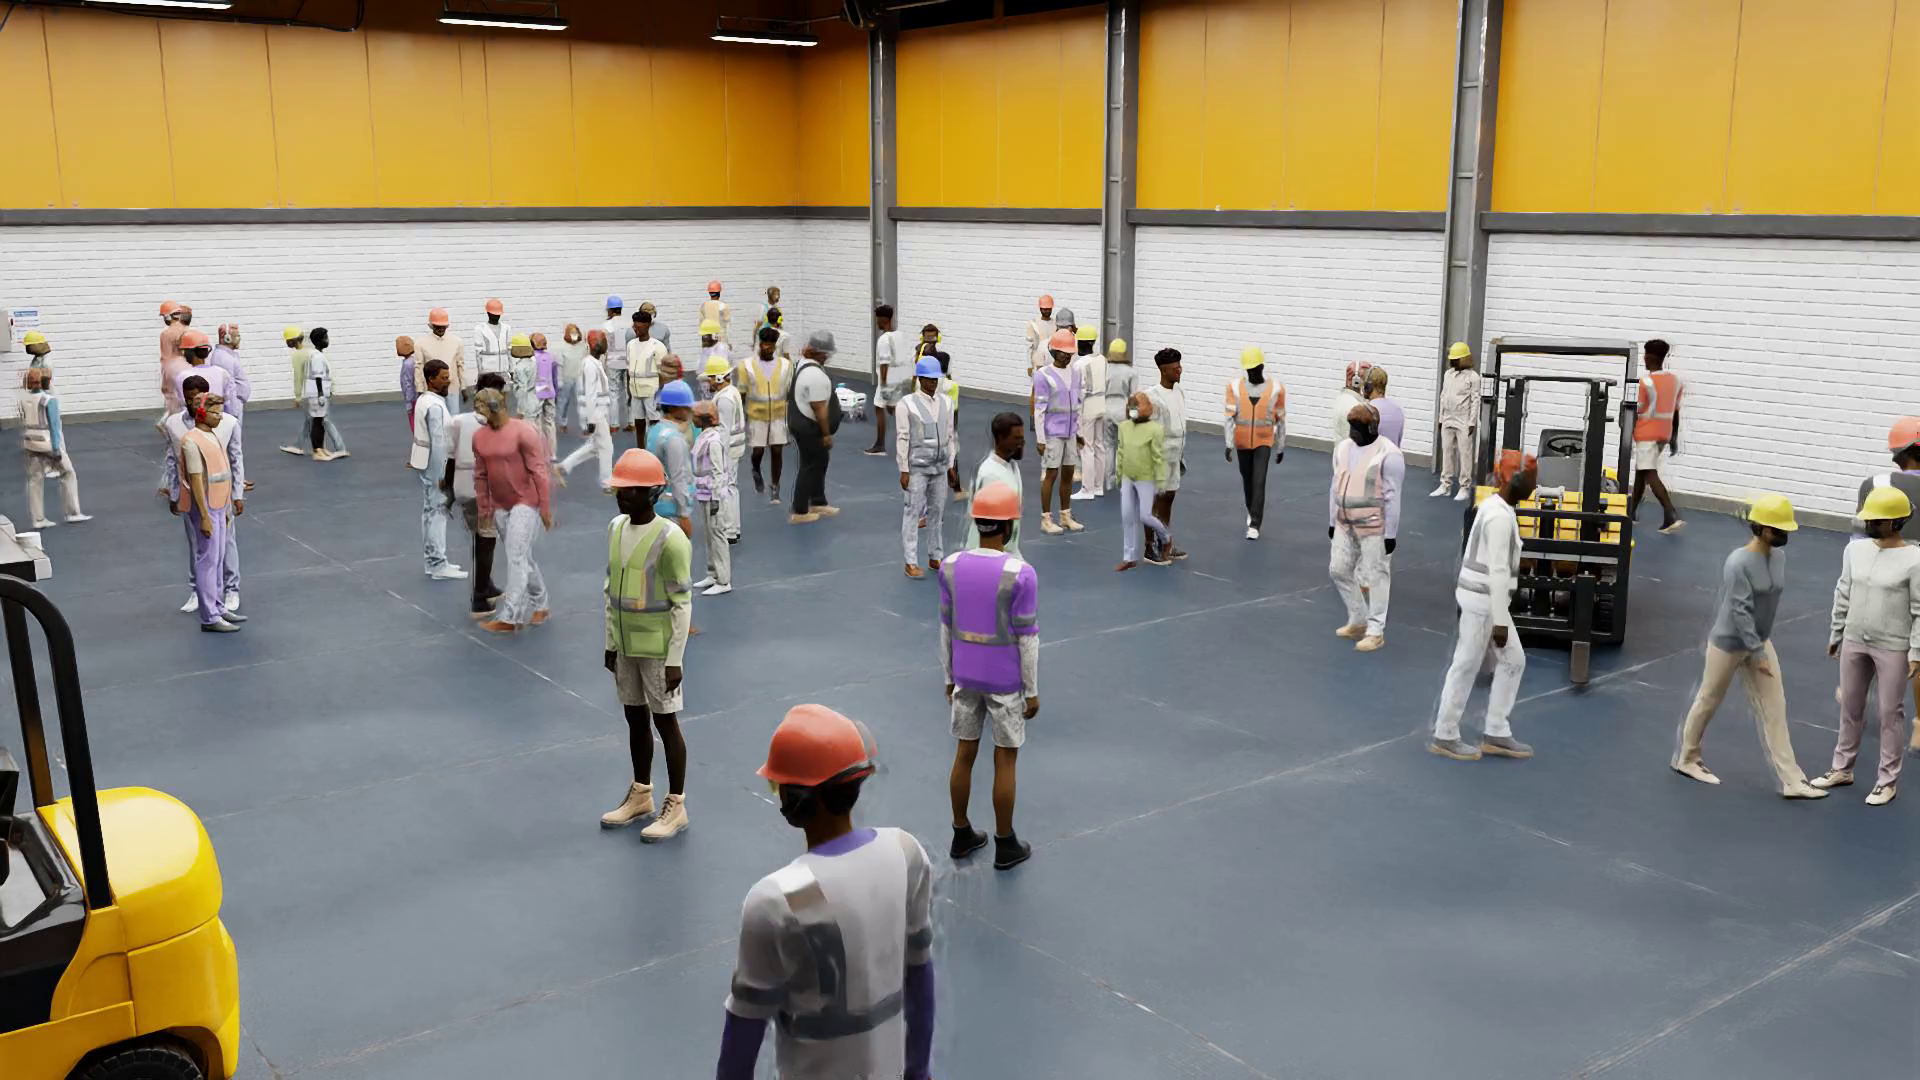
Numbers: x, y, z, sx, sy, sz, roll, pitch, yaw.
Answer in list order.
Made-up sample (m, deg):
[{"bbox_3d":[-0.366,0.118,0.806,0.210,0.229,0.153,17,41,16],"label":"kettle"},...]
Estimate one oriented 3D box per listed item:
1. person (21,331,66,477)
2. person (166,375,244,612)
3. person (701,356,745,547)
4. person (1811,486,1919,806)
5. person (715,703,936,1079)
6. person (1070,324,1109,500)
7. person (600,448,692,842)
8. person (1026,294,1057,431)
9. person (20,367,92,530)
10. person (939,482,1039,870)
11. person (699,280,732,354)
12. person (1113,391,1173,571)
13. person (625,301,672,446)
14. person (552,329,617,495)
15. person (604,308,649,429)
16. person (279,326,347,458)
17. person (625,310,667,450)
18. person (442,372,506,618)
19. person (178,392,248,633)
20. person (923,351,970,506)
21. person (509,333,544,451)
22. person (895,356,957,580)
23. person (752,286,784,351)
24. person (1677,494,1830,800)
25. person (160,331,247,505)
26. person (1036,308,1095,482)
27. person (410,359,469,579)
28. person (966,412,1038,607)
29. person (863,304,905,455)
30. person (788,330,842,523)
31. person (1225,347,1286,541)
[{"bbox_3d":[-10.909,-1.617,19.786,0.484,1.738,0.321,11,16,43],"label":"person"},{"bbox_3d":[-6.053,-0.378,13.372,0.587,1.913,0.391,-1,12,-4],"label":"person"},{"bbox_3d":[-2.246,-0.842,15.844,0.403,1.821,0.602,-1,12,-3],"label":"person"},{"bbox_3d":[5.024,0.574,9.138,0.314,1.763,0.535,-6,13,-28],"label":"person"},{"bbox_3d":[-0.430,1.412,4.483,0.951,2.000,0.617,8,14,34],"label":"person"},{"bbox_3d":[1.396,-1.395,18.247,0.379,1.928,0.585,8,14,35],"label":"person"},{"bbox_3d":[-1.640,0.539,8.616,0.607,2.048,0.367,10,15,39],"label":"person"},{"bbox_3d":[1.216,-2.517,23.638,0.547,1.938,0.378,-3,12,-15],"label":"person"},{"bbox_3d":[-9.139,-0.934,16.755,0.553,1.610,0.674,5,13,23],"label":"person"},{"bbox_3d":[0.160,0.671,8.270,0.544,1.930,0.388,7,14,32],"label":"person"},{"bbox_3d":[-4.011,-3.299,27.407,0.544,1.943,0.347,3,12,12],"label":"person"},{"bbox_3d":[1.629,-0.535,14.846,0.561,1.620,0.510,-11,16,-43],"label":"person"},{"bbox_3d":[-4.154,-2.226,22.268,0.637,1.930,0.373,-8,14,-33],"label":"person"},{"bbox_3d":[-4.130,-1.407,18.471,0.742,1.861,0.578,-3,12,-12],"label":"person"},{"bbox_3d":[-4.838,-2.491,23.856,0.552,1.799,0.857,4,12,17],"label":"person"},{"bbox_3d":[-8.257,-1.873,21.109,0.941,1.687,0.553,0,12,2],"label":"person"},{"bbox_3d":[-3.790,-1.781,20.017,0.605,1.966,0.367,7,14,30],"label":"person"},{"bbox_3d":[-3.782,-0.378,13.335,0.627,1.921,0.818,3,12,14],"label":"person"},{"bbox_3d":[-5.765,-0.215,12.760,0.389,1.839,0.563,-2,12,-11],"label":"person"},{"bbox_3d":[-0.203,-1.200,17.945,0.548,1.670,0.715,8,14,32],"label":"person"},{"bbox_3d":[-5.048,-1.524,19.316,0.322,1.742,0.493,1,12,4],"label":"person"},{"bbox_3d":[-0.290,-0.640,14.549,0.604,1.949,0.384,-9,15,-37],"label":"person"},{"bbox_3d":[-3.149,-3.361,28.054,0.920,1.798,0.572,6,13,25],"label":"person"},{"bbox_3d":[4.393,0.593,9.165,0.516,1.715,0.892,-6,13,-27],"label":"person"},{"bbox_3d":[-8.282,-1.310,17.935,1.005,1.896,0.645,1,12,4],"label":"person"},{"bbox_3d":[1.222,-1.683,19.362,0.686,2.000,0.535,1,12,3],"label":"person"},{"bbox_3d":[-4.585,-0.620,14.532,0.398,1.916,0.590,-6,13,-25],"label":"person"},{"bbox_3d":[0.292,0.084,11.171,0.505,1.898,0.618,3,12,15],"label":"person"},{"bbox_3d":[-0.875,-2.055,21.386,0.663,1.945,0.635,5,13,23],"label":"person"},{"bbox_3d":[-1.426,-1.173,16.898,0.694,2.000,0.765,-4,12,-19],"label":"person"},{"bbox_3d":[2.922,-0.990,16.462,0.582,1.872,1.037,4,12,18],"label":"person"}]
